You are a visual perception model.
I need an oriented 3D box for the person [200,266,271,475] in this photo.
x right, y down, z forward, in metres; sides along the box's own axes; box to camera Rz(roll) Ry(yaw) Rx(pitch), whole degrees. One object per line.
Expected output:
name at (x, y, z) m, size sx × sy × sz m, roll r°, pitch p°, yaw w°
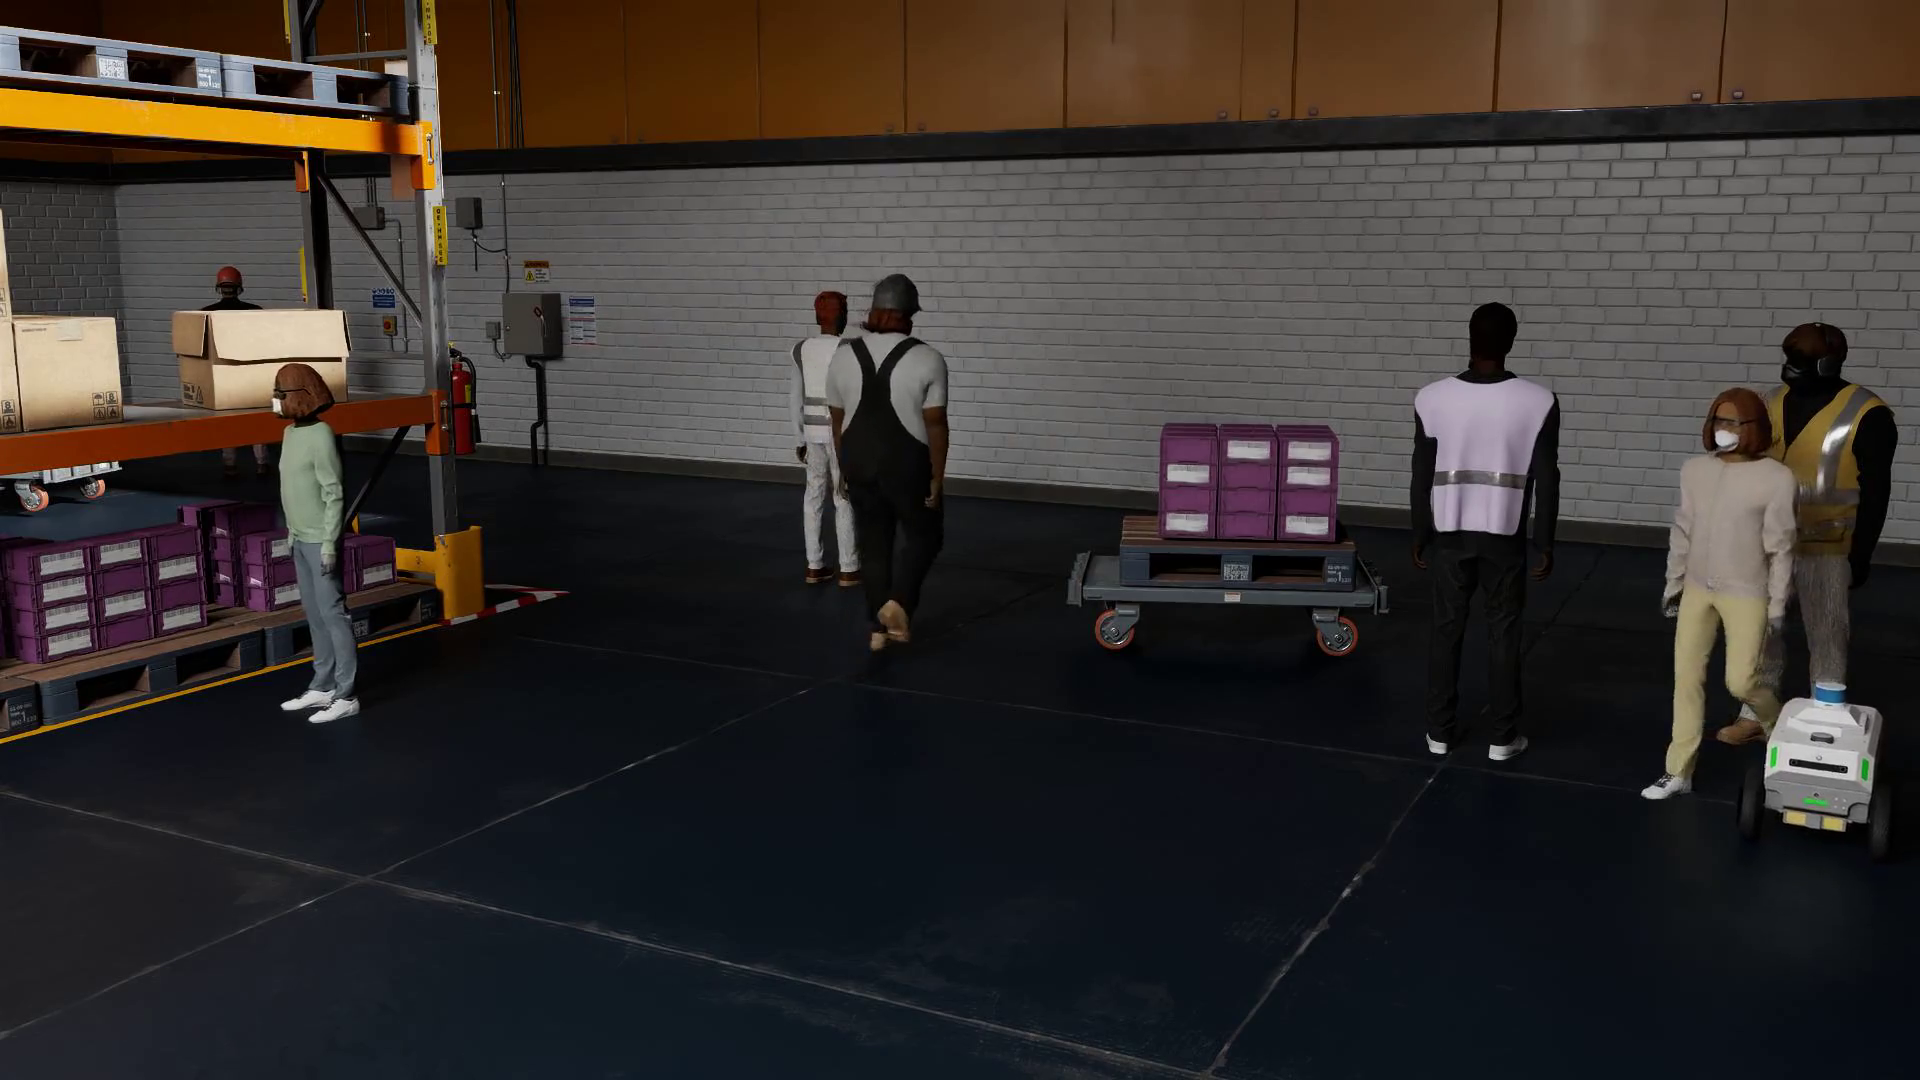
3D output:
person at (-6.949, -1.618, 15.982) m, size 0.621 × 1.994 × 0.388 m, roll -5°, pitch 11°, yaw -25°

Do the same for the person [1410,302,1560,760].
person at (2.193, -0.029, 6.988) m, size 0.596 × 1.921 × 0.380 m, roll 5°, pitch 11°, yaw 25°

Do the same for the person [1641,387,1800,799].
person at (2.989, 0.212, 6.471) m, size 0.618 × 1.620 × 0.518 m, roll -6°, pitch 11°, yaw -30°

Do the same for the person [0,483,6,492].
person at (-8.773, -1.384, 14.824) m, size 0.381 × 1.922 × 0.593 m, roll -6°, pitch 12°, yaw -31°

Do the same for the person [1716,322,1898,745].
person at (3.533, 0.011, 6.991) m, size 0.429 × 1.840 × 0.633 m, roll -5°, pitch 11°, yaw -29°

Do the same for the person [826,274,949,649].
person at (-0.365, -0.405, 8.820) m, size 0.688 × 2.000 × 0.627 m, roll 4°, pitch 10°, yaw 20°

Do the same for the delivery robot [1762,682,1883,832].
delivery robot at (3.162, 0.764, 6.078) m, size 0.477 × 0.478 × 0.707 m, roll 6°, pitch 11°, yaw 31°

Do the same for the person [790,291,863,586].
person at (-0.818, -0.644, 10.662) m, size 0.572 × 1.883 × 0.358 m, roll 6°, pitch 11°, yaw 31°

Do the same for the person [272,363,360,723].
person at (-2.947, 0.012, 7.580) m, size 0.281 × 1.633 × 0.501 m, roll -8°, pitch 13°, yaw -40°
